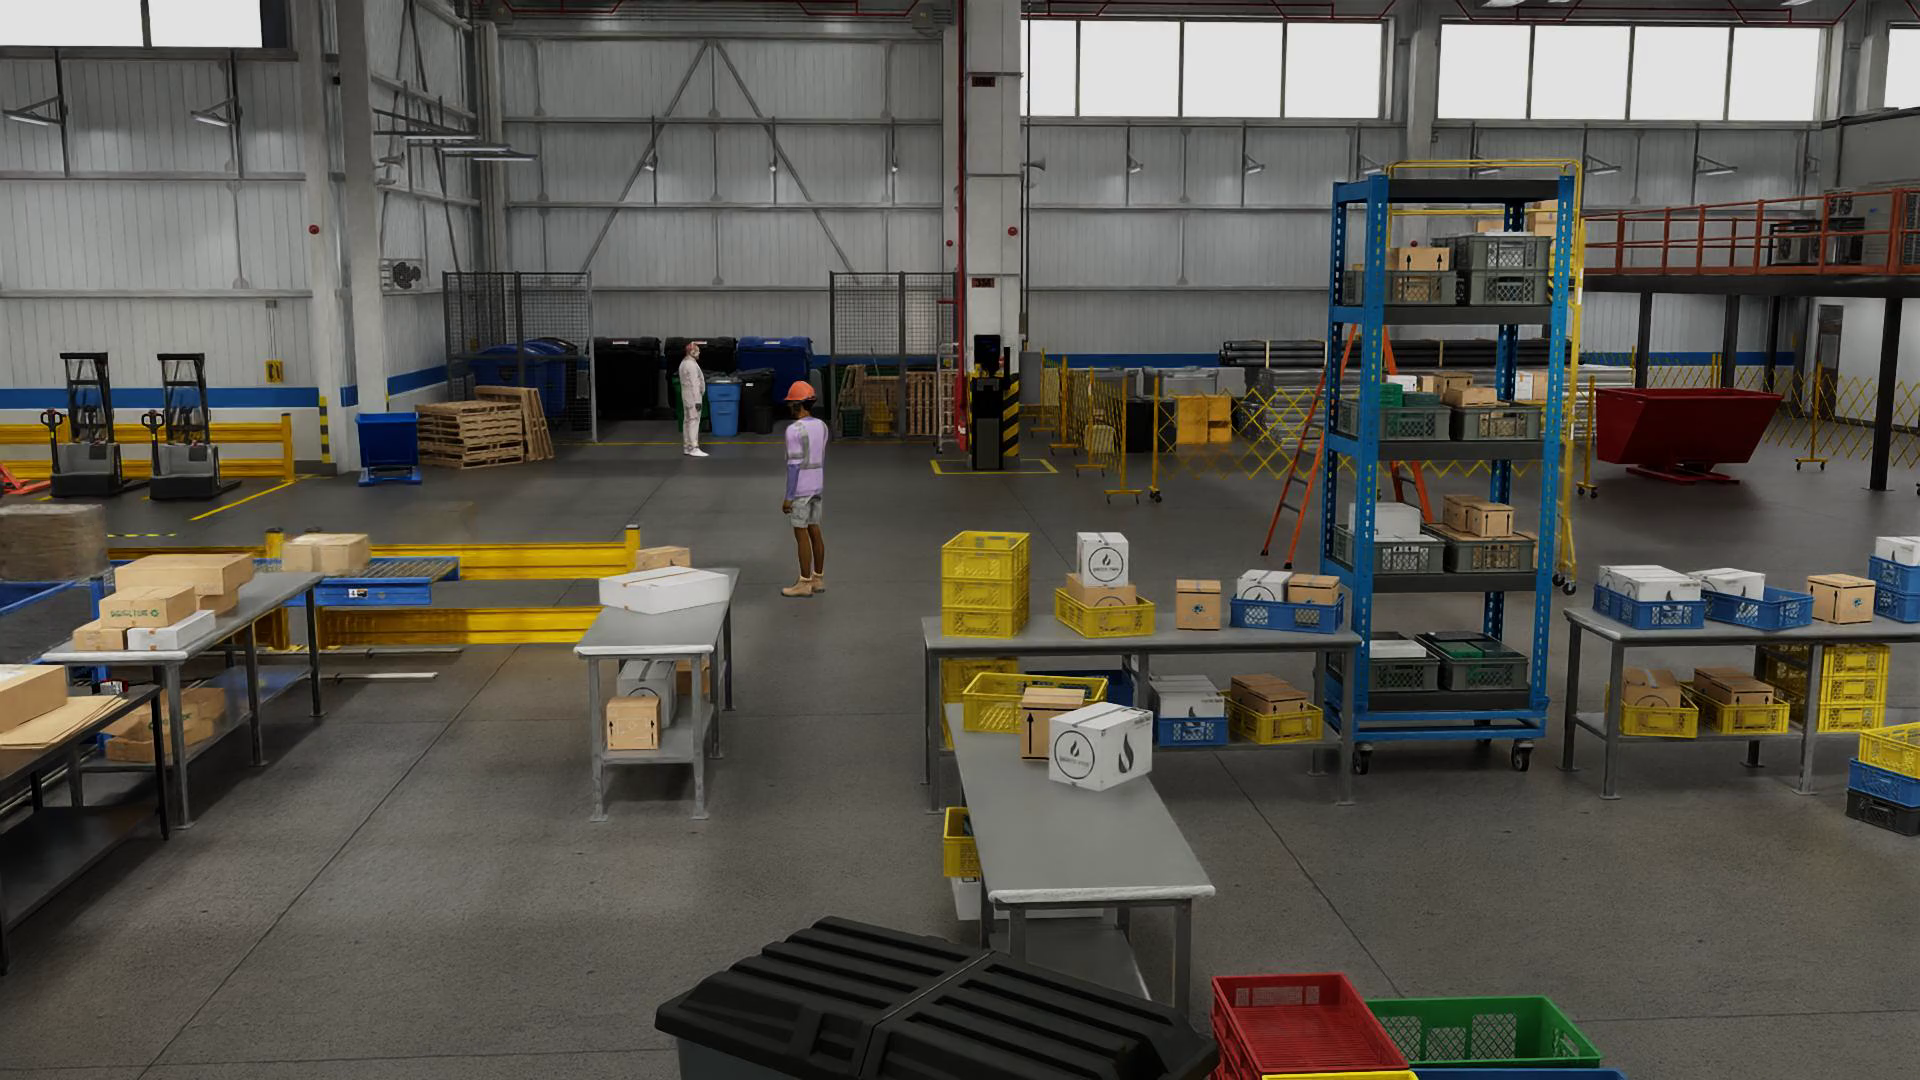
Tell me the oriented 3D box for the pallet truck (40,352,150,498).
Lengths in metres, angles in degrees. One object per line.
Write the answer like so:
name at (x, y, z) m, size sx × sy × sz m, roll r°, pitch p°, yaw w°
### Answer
pallet truck at (-11.907, -1.642, 23.165) m, size 0.823 × 1.965 × 1.885 m, roll 0°, pitch 9°, yaw 0°

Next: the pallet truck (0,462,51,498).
pallet truck at (-13.193, -1.293, 23.148) m, size 0.653 × 1.274 × 1.630 m, roll -1°, pitch 9°, yaw -4°

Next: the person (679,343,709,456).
person at (-4.469, -2.355, 27.922) m, size 0.409 × 1.907 × 0.651 m, roll -5°, pitch 10°, yaw -28°

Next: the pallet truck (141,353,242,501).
pallet truck at (-10.520, -1.604, 22.925) m, size 0.823 × 1.965 × 1.885 m, roll -1°, pitch 9°, yaw -6°

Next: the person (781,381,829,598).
person at (-1.488, -0.476, 15.698) m, size 0.378 × 2.044 × 0.607 m, roll 4°, pitch 10°, yaw 24°
